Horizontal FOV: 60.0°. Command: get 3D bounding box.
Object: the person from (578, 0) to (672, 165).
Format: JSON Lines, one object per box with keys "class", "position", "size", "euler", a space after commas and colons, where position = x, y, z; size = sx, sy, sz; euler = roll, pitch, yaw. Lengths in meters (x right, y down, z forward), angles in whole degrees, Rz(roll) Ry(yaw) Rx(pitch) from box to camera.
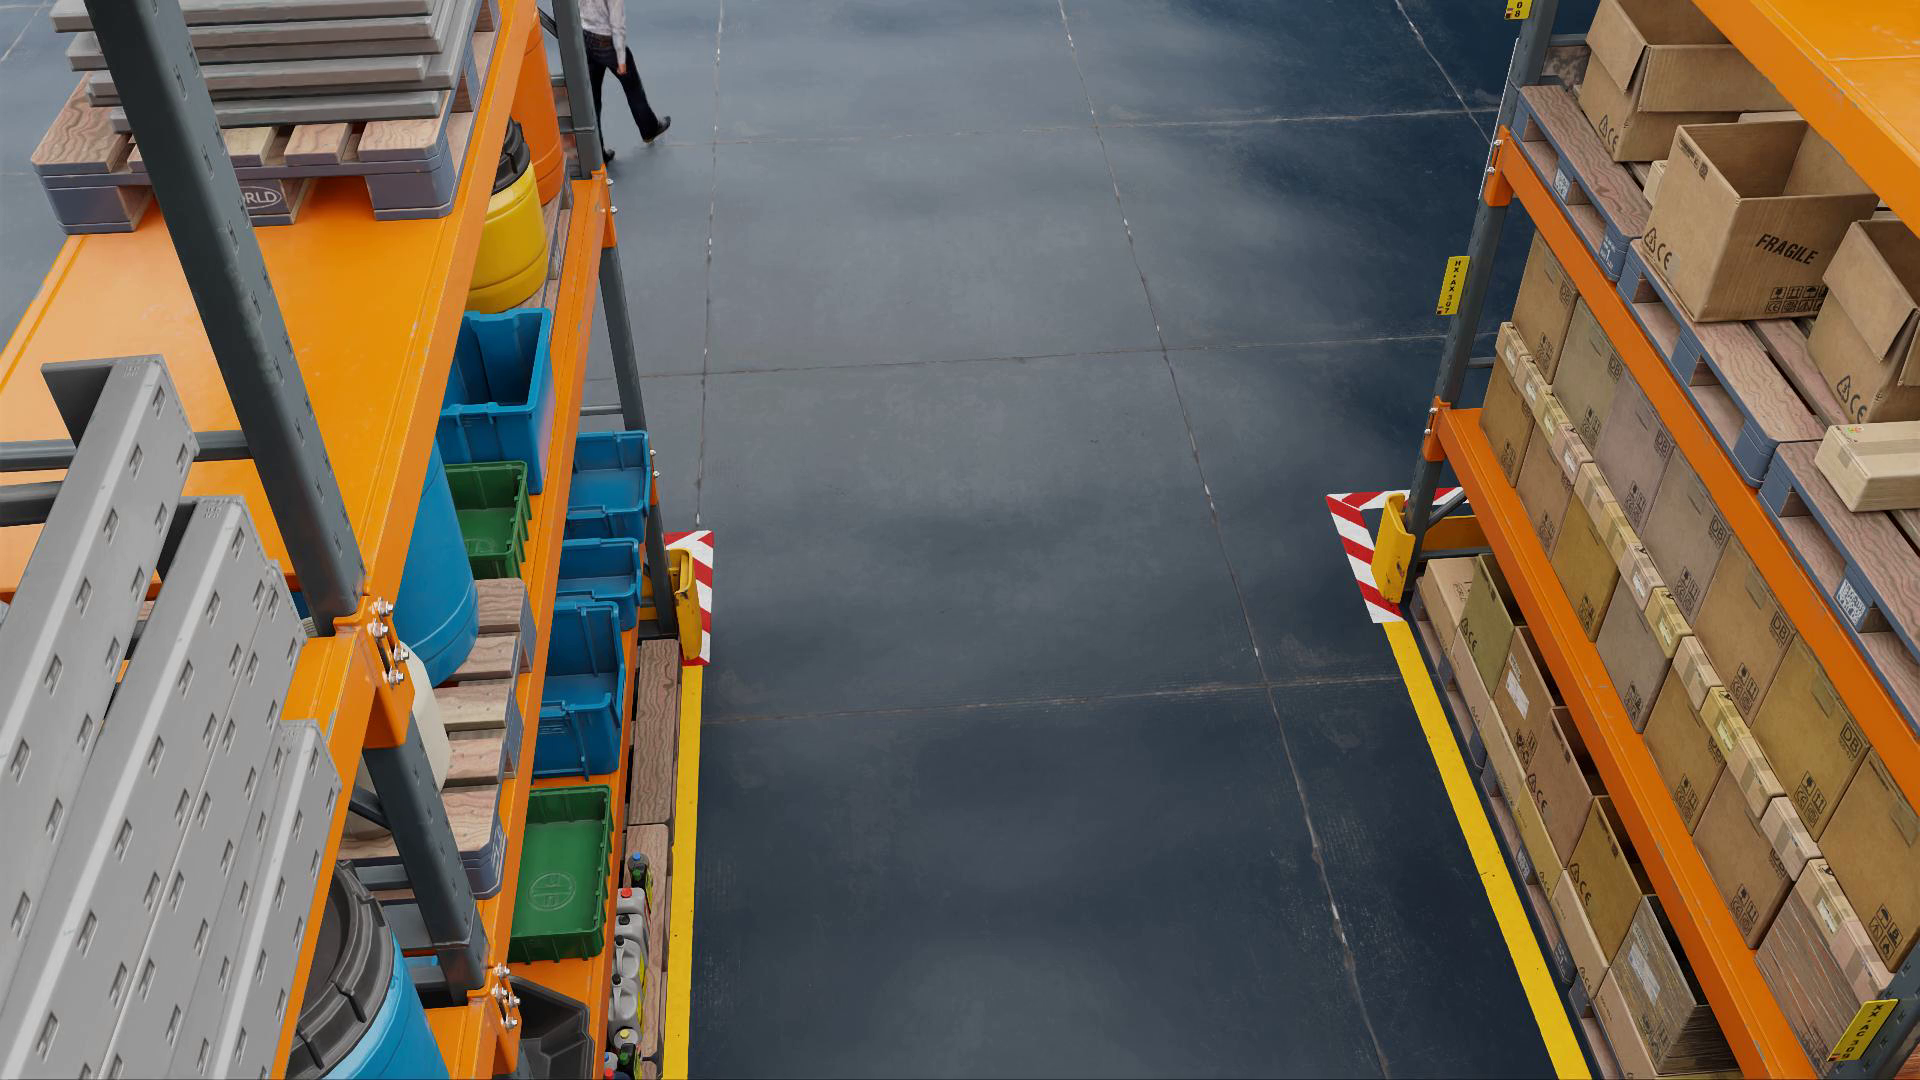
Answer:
{"class": "person", "position": [-2.658, -3.537, 12.098], "size": [0.994, 1.777, 1.162], "euler": [17, 45, 18]}
